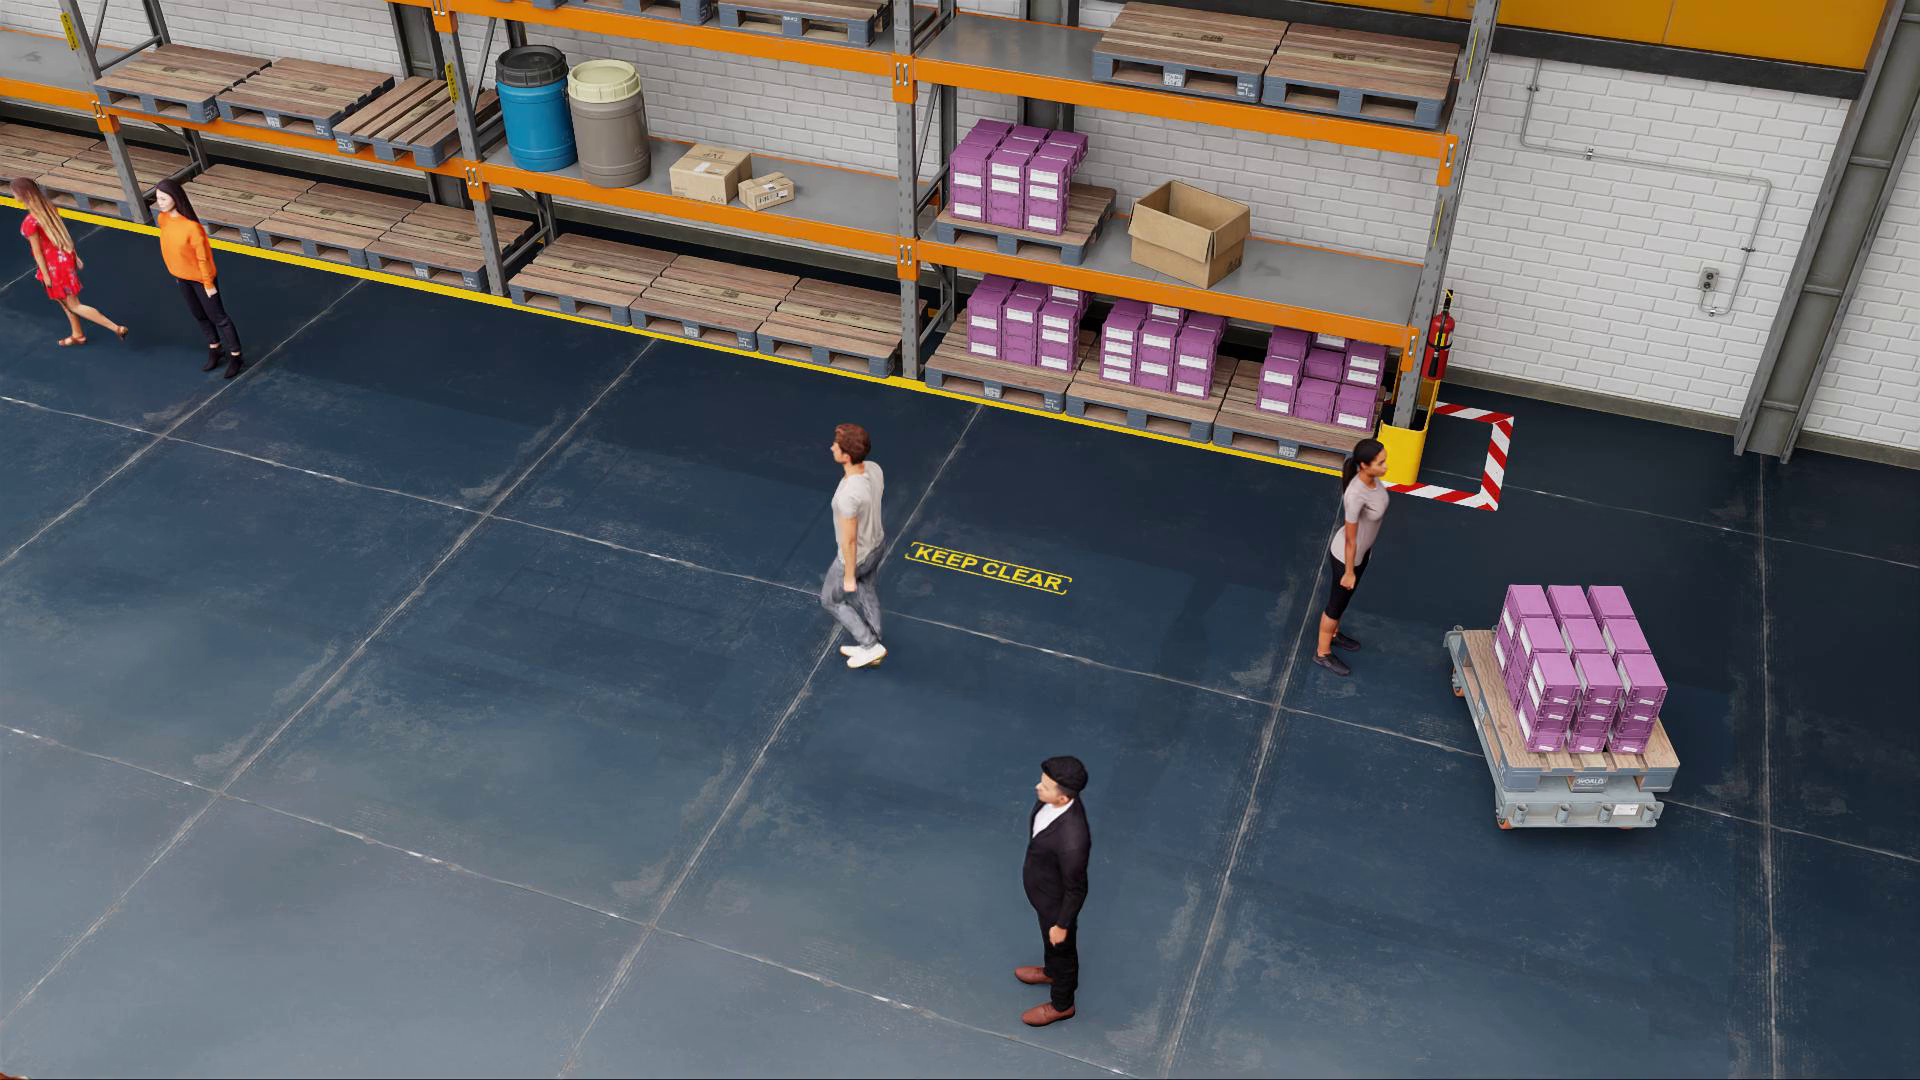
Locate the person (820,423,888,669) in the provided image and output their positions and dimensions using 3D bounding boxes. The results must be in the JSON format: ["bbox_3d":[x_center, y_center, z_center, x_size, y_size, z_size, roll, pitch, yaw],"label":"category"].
[{"bbox_3d":[-0.574,0.093,10.620,0.626,1.889,0.685,12,40,14],"label":"person"}]

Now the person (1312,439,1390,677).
[{"bbox_3d":[2.525,0.084,10.745,0.570,1.748,0.626,17,42,20],"label":"person"}]

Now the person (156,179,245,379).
[{"bbox_3d":[-6.206,-2.140,13.530,0.558,1.748,0.718,21,43,25],"label":"person"}]

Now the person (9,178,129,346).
[{"bbox_3d":[-7.410,-2.261,13.823,0.997,1.569,0.754,4,39,4],"label":"person"}]

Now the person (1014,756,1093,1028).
[{"bbox_3d":[0.509,1.779,8.513,0.734,1.884,0.771,-4,39,-5],"label":"person"}]
